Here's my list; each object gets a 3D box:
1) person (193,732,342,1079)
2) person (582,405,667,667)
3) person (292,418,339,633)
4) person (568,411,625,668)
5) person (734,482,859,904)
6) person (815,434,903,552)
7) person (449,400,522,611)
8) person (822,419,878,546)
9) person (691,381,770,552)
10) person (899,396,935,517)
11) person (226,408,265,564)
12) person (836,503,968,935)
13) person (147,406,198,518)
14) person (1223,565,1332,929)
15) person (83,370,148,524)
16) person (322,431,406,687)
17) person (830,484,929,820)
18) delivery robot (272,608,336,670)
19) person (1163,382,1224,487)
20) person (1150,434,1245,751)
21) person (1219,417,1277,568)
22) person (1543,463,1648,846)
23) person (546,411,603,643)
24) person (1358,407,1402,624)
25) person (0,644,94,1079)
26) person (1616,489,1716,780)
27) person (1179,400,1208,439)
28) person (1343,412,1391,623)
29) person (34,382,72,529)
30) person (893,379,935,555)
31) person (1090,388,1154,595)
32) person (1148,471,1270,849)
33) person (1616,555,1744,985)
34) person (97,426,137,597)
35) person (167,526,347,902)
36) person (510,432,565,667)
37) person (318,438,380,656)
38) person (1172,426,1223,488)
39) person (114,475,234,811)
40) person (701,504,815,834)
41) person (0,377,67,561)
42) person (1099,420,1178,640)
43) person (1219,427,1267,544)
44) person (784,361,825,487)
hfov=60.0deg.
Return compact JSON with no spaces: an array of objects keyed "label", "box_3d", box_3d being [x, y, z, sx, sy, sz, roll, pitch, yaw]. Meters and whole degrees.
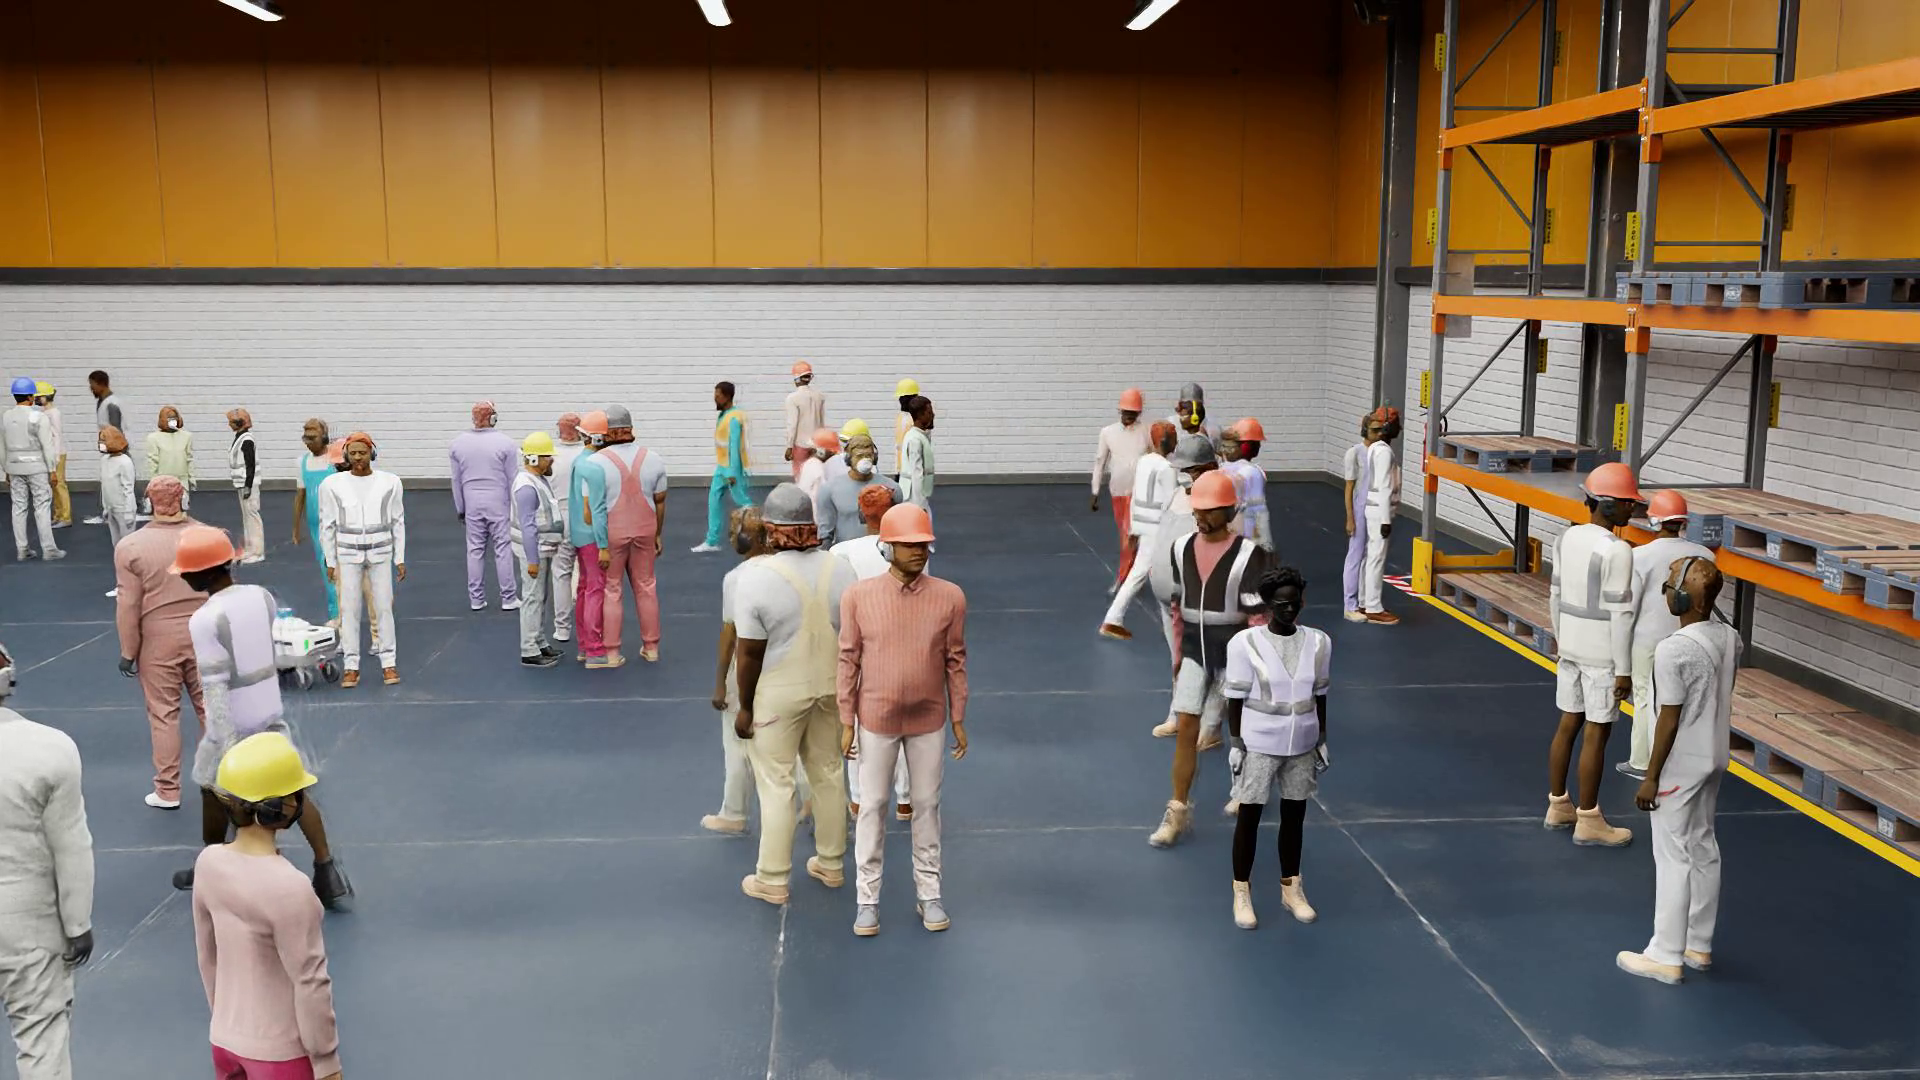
[{"label":"person","box_3d":[-1.923,1.407,4.682,0.523,1.769,0.315,6,11,34]},{"label":"person","box_3d":[-2.648,-0.046,12.944,0.688,2.000,0.536,-6,11,-34]},{"label":"person","box_3d":[-5.387,-0.110,14.013,0.548,1.823,0.621,2,9,15]},{"label":"person","box_3d":[-2.814,-0.006,12.873,0.407,1.987,0.615,-4,10,-25]},{"label":"person","box_3d":[-0.841,0.727,8.094,0.681,2.000,0.538,-7,12,-38]},{"label":"person","box_3d":[-0.684,0.231,11.530,0.630,1.940,0.372,-3,10,-21]},{"label":"person","box_3d":[-4.237,-0.305,14.987,0.639,1.911,0.406,1,9,6]},{"label":"person","box_3d":[-0.878,-0.104,13.960,0.603,1.830,0.404,7,11,37]},{"label":"person","box_3d":[-2.465,-0.808,18.236,0.933,1.888,0.601,-4,10,-24]},{"label":"person","box_3d":[-0.389,-0.373,15.373,0.391,1.922,0.591,0,9,-3]},{"label":"person","box_3d":[-7.513,-0.570,17.497,0.311,1.639,0.513,-6,11,-32]},{"label":"person","box_3d":[-0.261,0.818,7.655,0.611,1.997,0.371,-2,9,-10]},{"label":"person","box_3d":[-8.440,-0.623,17.845,0.284,1.633,0.501,7,11,37]},{"label":"person","box_3d":[1.478,0.955,7.741,0.535,1.697,0.318,-2,9,-15]},{"label":"person","box_3d":[-10.330,-1.130,20.271,0.568,1.911,0.620,-8,12,-40]},{"label":"person","box_3d":[-4.386,0.141,12.267,0.575,1.883,0.355,-3,10,-20]},{"label":"person","box_3d":[-0.440,0.627,9.220,0.576,1.882,0.355,0,9,2]},{"label":"delivery robot","box_3d":[-4.986,0.749,12.312,0.707,0.478,0.477,4,10,21]},{"label":"person","box_3d":[2.224,-0.558,16.161,0.694,2.000,0.859,0,9,-2]},{"label":"person","box_3d":[1.478,0.316,10.672,0.535,2.000,0.680,-5,10,-27]},{"label":"person","box_3d":[2.263,-0.011,13.129,0.485,1.936,0.550,-3,10,-20]},{"label":"person","box_3d":[3.405,0.601,8.885,0.384,2.039,0.614,-2,9,-13]},{"label":"person","box_3d":[-3.188,-0.107,13.750,0.643,1.908,0.399,-2,9,-14]},{"label":"person","box_3d":[3.660,-0.215,14.510,0.358,1.881,0.574,0,9,2]},{"label":"person","box_3d":[-3.140,1.227,5.414,0.635,1.899,0.401,-2,9,-10]},{"label":"person","box_3d":[4.210,0.567,9.981,0.561,1.755,0.321,-1,9,-4]},{"label":"person","box_3d":[2.159,-0.368,15.514,0.325,1.869,0.521,2,9,9]},{"label":"person","box_3d":[3.571,-0.202,14.546,0.514,1.843,0.339,-6,11,-34]},{"label":"person","box_3d":[-10.884,-1.012,19.908,0.336,1.760,0.529,-9,12,-43]},{"label":"person","box_3d":[-0.528,-0.783,17.984,0.390,1.916,0.584,-7,11,-36]},{"label":"person","box_3d":[1.556,-0.450,15.710,0.656,1.953,0.709,5,10,29]},{"label":"person","box_3d":[1.395,0.610,9.012,0.629,1.993,1.035,7,11,37]},{"label":"person","box_3d":[3.099,0.977,7.134,0.508,1.846,0.345,-6,11,-35]},{"label":"person","box_3d":[-7.869,-0.256,15.576,0.492,1.625,0.280,7,12,39]},{"label":"person","box_3d":[-3.398,0.841,7.924,1.027,1.870,0.570,4,10,23]},{"label":"person","box_3d":[-3.268,0.073,12.902,0.405,1.824,0.585,-1,9,-6]},{"label":"person","box_3d":[-4.829,0.059,13.222,0.561,1.744,0.342,1,9,3]},{"label":"person","box_3d":[2.259,-0.293,15.913,0.520,1.581,0.855,2,9,9]},{"label":"person","box_3d":[-4.460,0.578,9.473,0.655,1.899,0.407,-9,13,-43]},{"label":"person","box_3d":[-1.074,0.711,8.885,0.675,1.825,0.526,6,11,31]},{"label":"person","box_3d":[-9.858,-0.744,17.621,0.602,1.949,0.388,1,9,4]},{"label":"person","box_3d":[1.599,-0.080,13.846,1.011,1.833,0.574,-3,9,-16]},{"label":"person","box_3d":[2.186,0.023,13.142,0.390,1.840,0.565,-5,11,-31]},{"label":"person","box_3d":[-1.885,-1.162,20.100,0.393,1.992,0.622,7,12,38]}]
